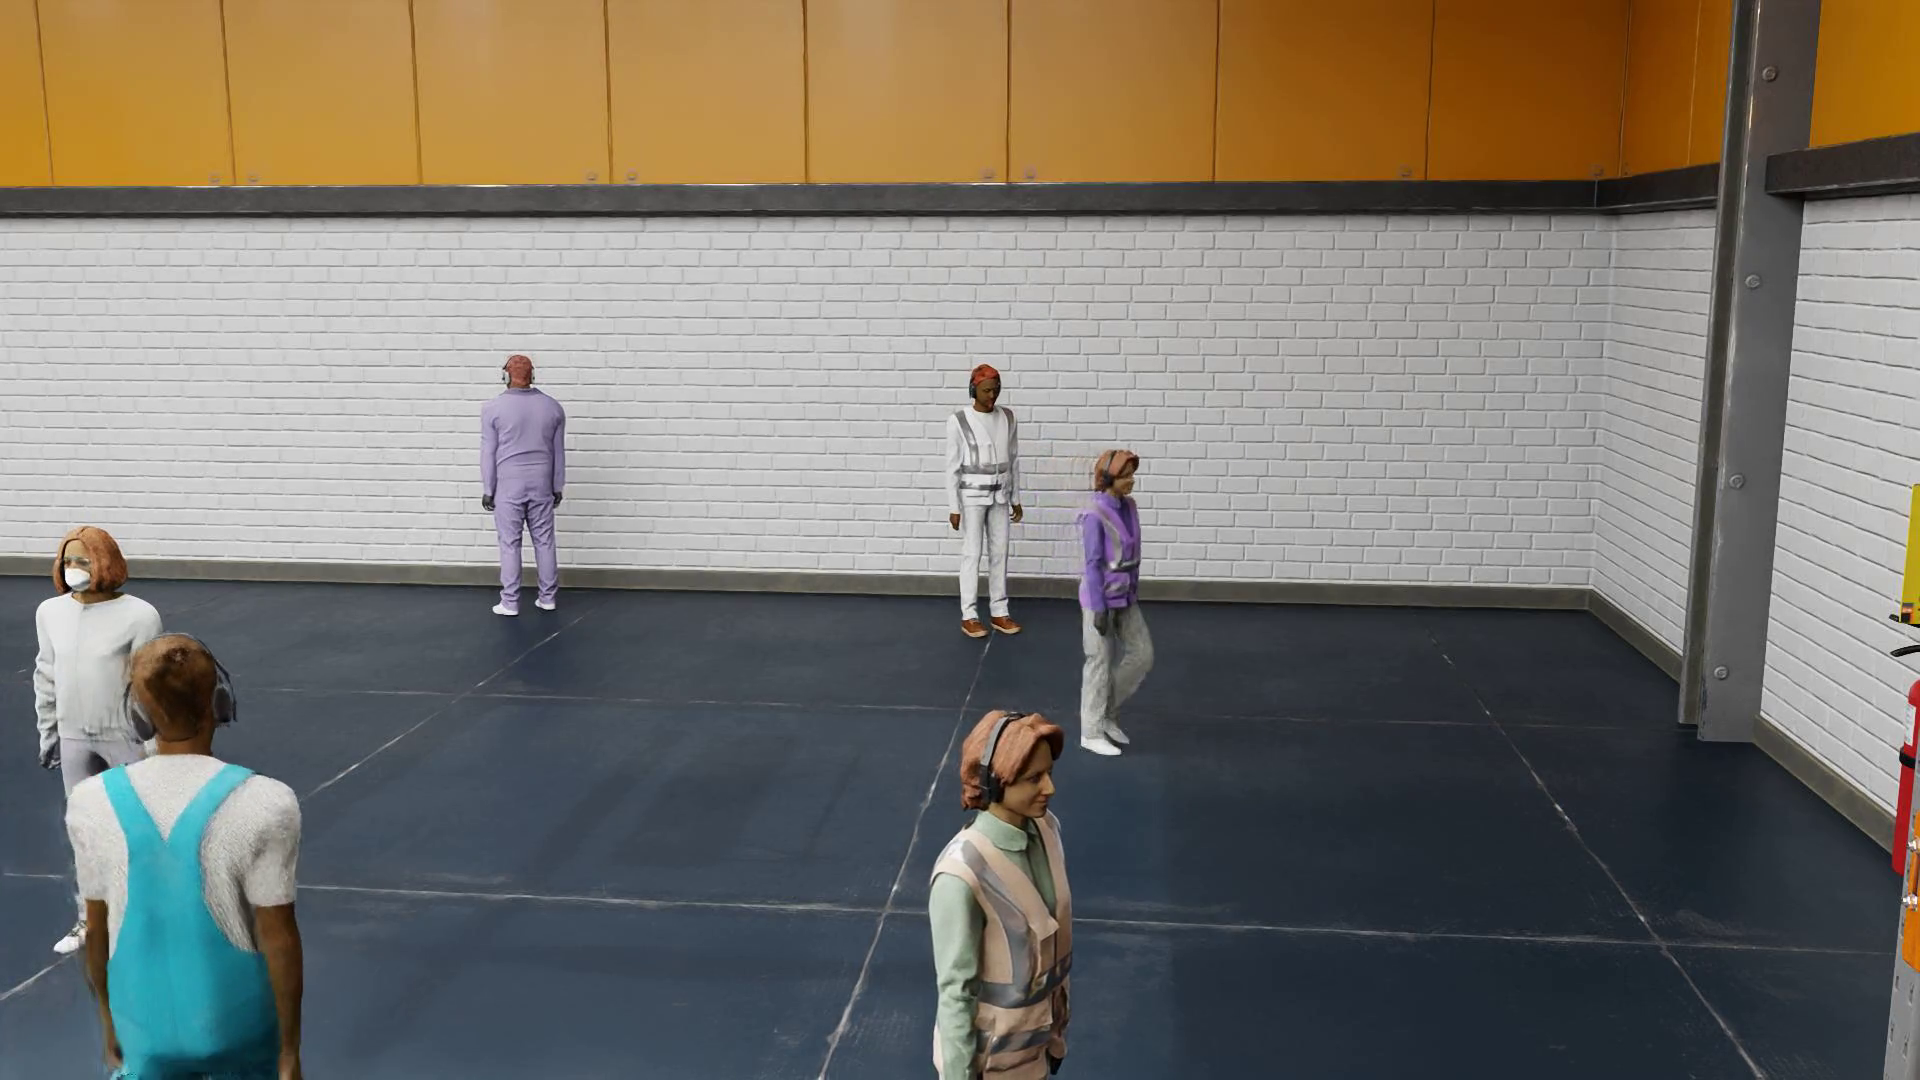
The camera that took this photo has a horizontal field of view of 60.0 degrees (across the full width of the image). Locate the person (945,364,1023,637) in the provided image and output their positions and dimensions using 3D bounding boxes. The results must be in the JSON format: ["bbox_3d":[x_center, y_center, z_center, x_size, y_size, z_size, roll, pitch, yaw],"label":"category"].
[{"bbox_3d":[0.168,-0.262,11.422,0.587,1.868,0.370,-6,12,-33],"label":"person"}]

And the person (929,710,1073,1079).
[{"bbox_3d":[0.095,1.183,3.789,0.310,1.638,0.522,5,11,26],"label":"person"}]

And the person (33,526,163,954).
[{"bbox_3d":[-3.226,0.752,6.263,0.500,1.636,0.283,1,10,4],"label":"person"}]

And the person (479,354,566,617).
[{"bbox_3d":[-3.187,-0.397,12.103,0.637,1.900,0.404,-8,13,-37],"label":"person"}]

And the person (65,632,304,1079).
[{"bbox_3d":[-1.702,1.123,3.665,0.512,1.813,0.758,-1,10,-7],"label":"person"}]

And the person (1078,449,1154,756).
[{"bbox_3d":[0.796,0.334,8.686,0.384,1.624,0.539,6,12,32],"label":"person"}]
